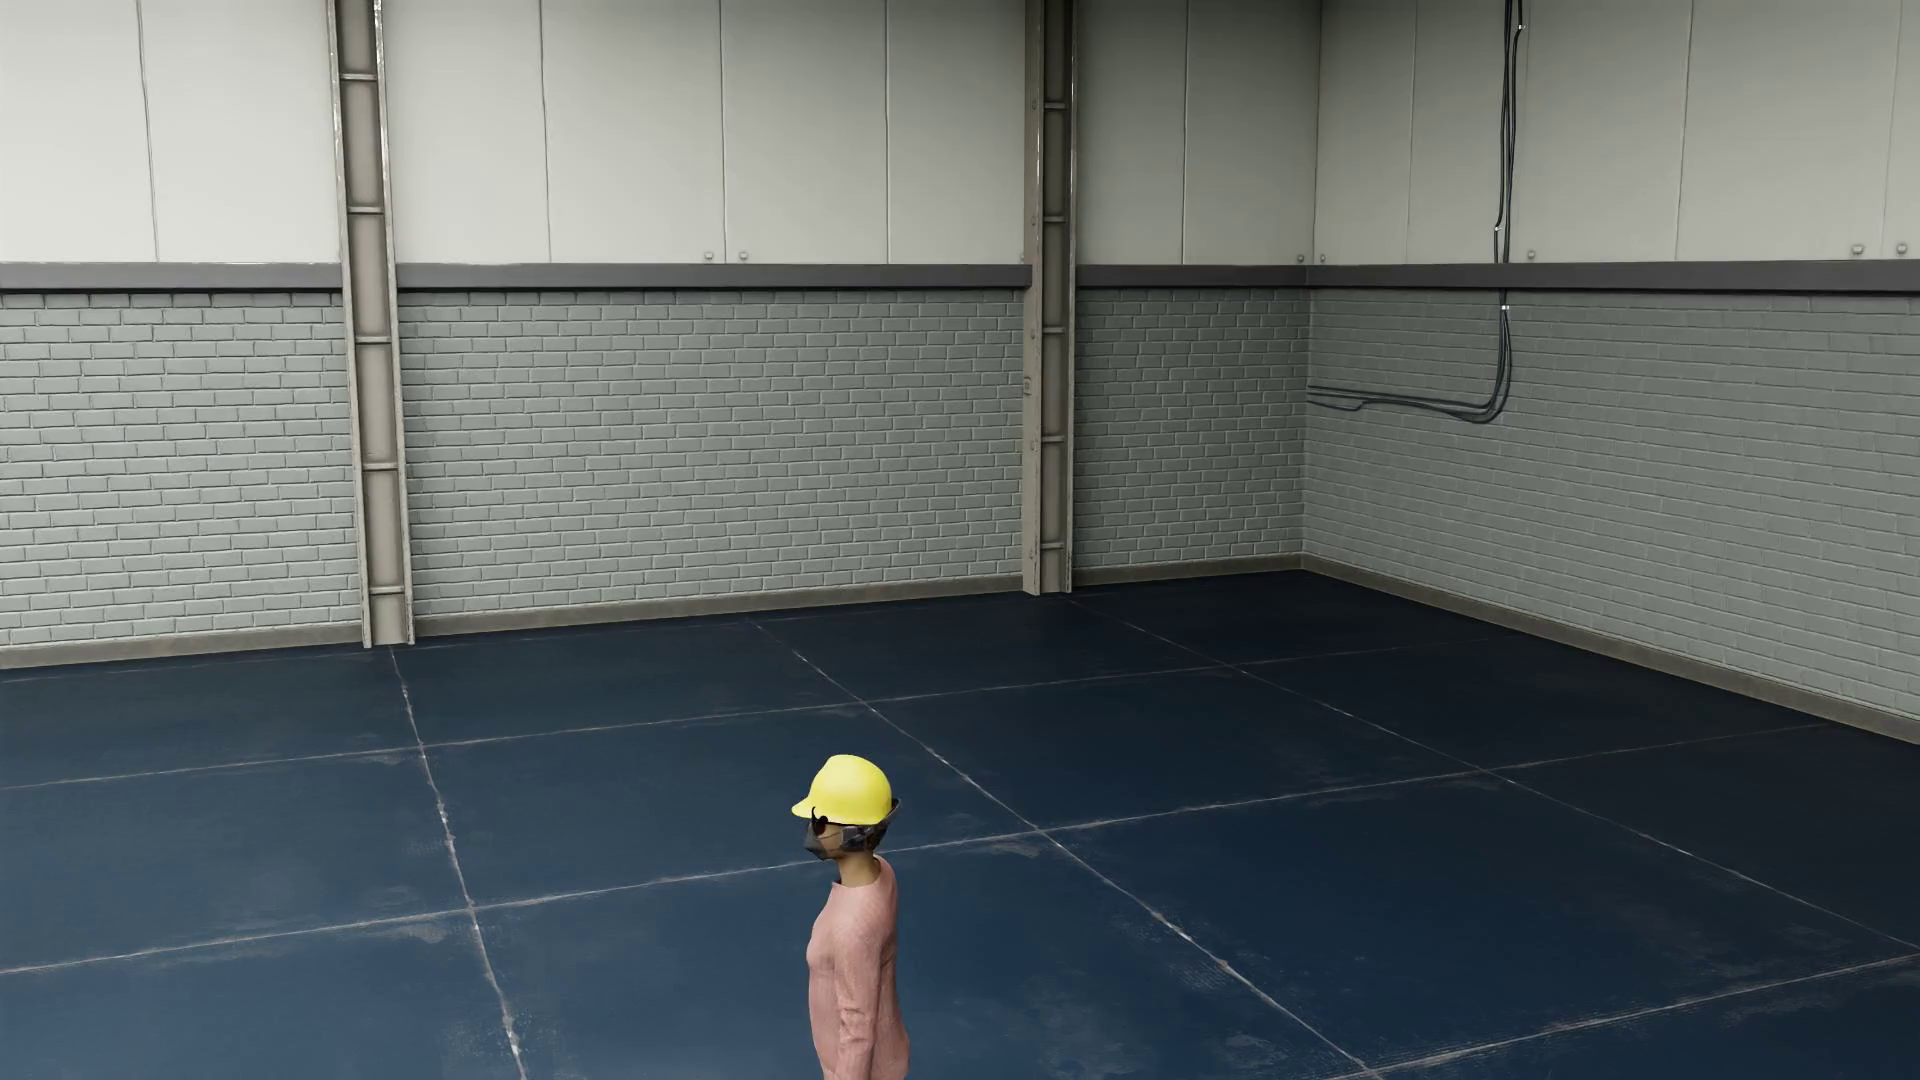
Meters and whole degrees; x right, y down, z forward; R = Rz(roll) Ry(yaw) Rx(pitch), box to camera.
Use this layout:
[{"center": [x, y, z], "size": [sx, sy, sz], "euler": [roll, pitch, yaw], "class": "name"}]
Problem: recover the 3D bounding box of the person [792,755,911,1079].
[{"center": [-0.290, 1.442, 4.513], "size": [0.306, 1.772, 0.527], "euler": [0, 9, 1], "class": "person"}]
